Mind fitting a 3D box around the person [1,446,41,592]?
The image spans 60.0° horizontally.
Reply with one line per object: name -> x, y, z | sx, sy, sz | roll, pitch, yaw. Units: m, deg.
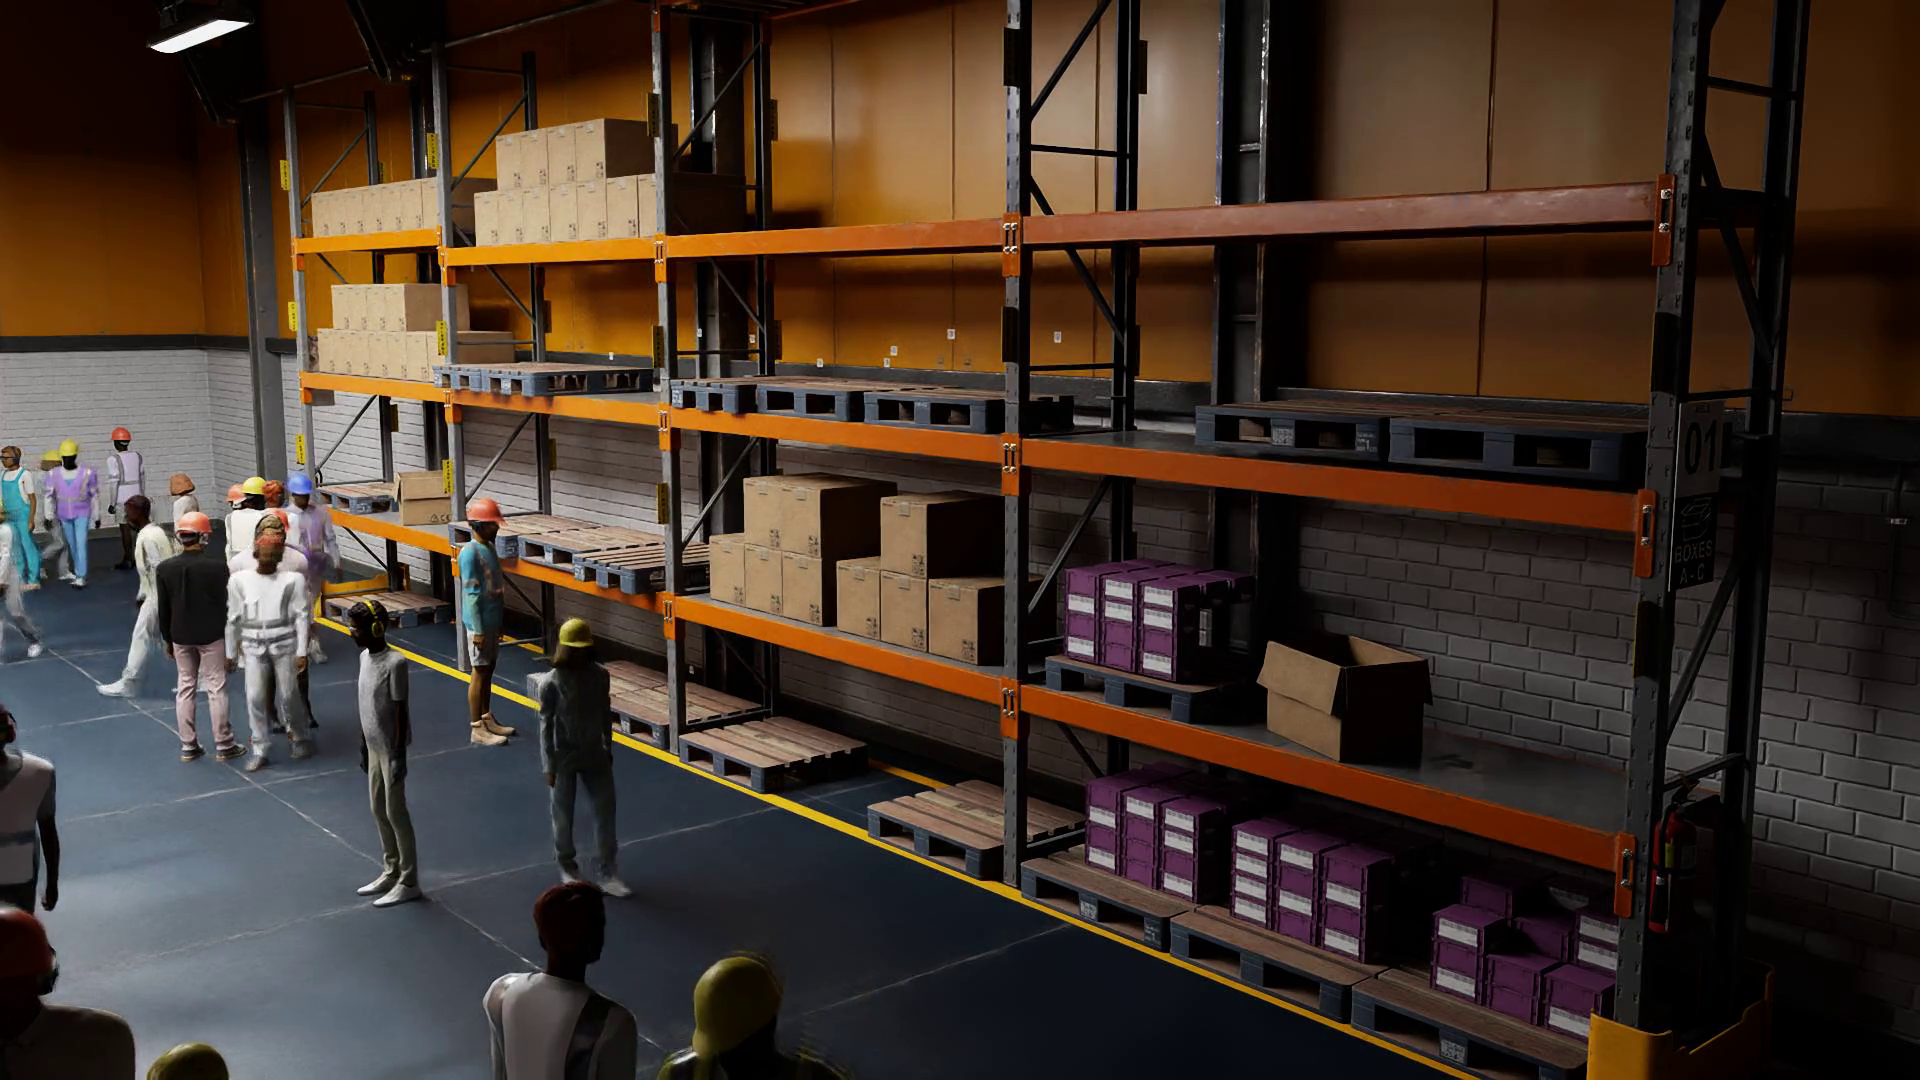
person -> -11.833, -0.270, 20.900 | 0.514, 1.844, 0.327 | 3, 9, 21

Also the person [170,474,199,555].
person -> -9.085, 0.035, 19.545 | 0.286, 1.628, 0.502 | 0, 8, 0

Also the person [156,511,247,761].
person -> -6.015, 0.766, 13.183 | 0.609, 1.994, 0.390 | 1, 8, 4

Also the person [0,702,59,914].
person -> -4.606, 1.616, 7.944 | 0.581, 1.808, 0.938 | -3, 9, -21

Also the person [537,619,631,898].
person -> -2.283, 1.338, 10.125 | 0.514, 1.715, 0.741 | -6, 10, -37

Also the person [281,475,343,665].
person -> -6.676, 0.271, 16.971 | 0.620, 1.903, 0.996 | -8, 11, -44

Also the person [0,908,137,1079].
person -> -2.628, 1.988, 4.719 | 0.617, 1.986, 0.408 | -4, 9, -24

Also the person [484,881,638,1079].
person -> -1.217, 1.981, 5.167 | 0.572, 1.877, 0.353 | 4, 9, 27

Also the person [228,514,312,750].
person -> -5.604, 0.744, 13.563 | 0.629, 1.932, 0.378 | -6, 10, -35

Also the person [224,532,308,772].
person -> -5.445, 0.860, 13.070 | 0.636, 1.863, 0.570 | -2, 8, -15

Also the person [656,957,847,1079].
person -> -0.576, 2.048, 4.755 | 0.576, 1.868, 0.972 | 2, 8, 12

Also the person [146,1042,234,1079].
person -> -1.992, 2.166, 4.368 | 0.490, 1.738, 0.341 | 3, 9, 20

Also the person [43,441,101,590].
person -> -11.282, -0.321, 21.149 | 0.601, 1.878, 0.976 | -2, 8, -12

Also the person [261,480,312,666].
person -> -6.753, 0.347, 16.484 | 0.573, 1.883, 0.356 | 1, 8, 8

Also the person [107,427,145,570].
person -> -11.345, -0.565, 22.622 | 0.360, 1.939, 0.543 | 4, 9, 24

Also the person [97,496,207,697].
person -> -7.482, 0.521, 15.323 | 0.986, 1.859, 0.588 | -2, 9, -17

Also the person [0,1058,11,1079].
person -> -2.907, 1.960, 4.724 | 0.692, 2.000, 0.536 | 1, 8, 10

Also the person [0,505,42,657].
person -> -9.677, 0.399, 16.770 | 0.488, 1.681, 0.777 | 3, 9, 18

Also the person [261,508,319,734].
person -> -5.732, 0.677, 14.058 | 0.552, 1.923, 0.390 | -6, 10, -37

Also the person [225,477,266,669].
person -> -6.963, 0.333, 16.463 | 0.586, 1.919, 0.397 | 2, 9, 16

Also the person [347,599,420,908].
person -> -3.514, 1.280, 10.105 | 0.532, 1.855, 0.347 | 8, 11, 44

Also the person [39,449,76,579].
person -> -11.793, -0.323, 21.673 | 0.474, 1.725, 0.497 | -1, 8, -10

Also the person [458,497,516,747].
person -> -3.899, 0.666, 13.700 | 0.368, 2.046, 0.608 | 0, 8, -1
